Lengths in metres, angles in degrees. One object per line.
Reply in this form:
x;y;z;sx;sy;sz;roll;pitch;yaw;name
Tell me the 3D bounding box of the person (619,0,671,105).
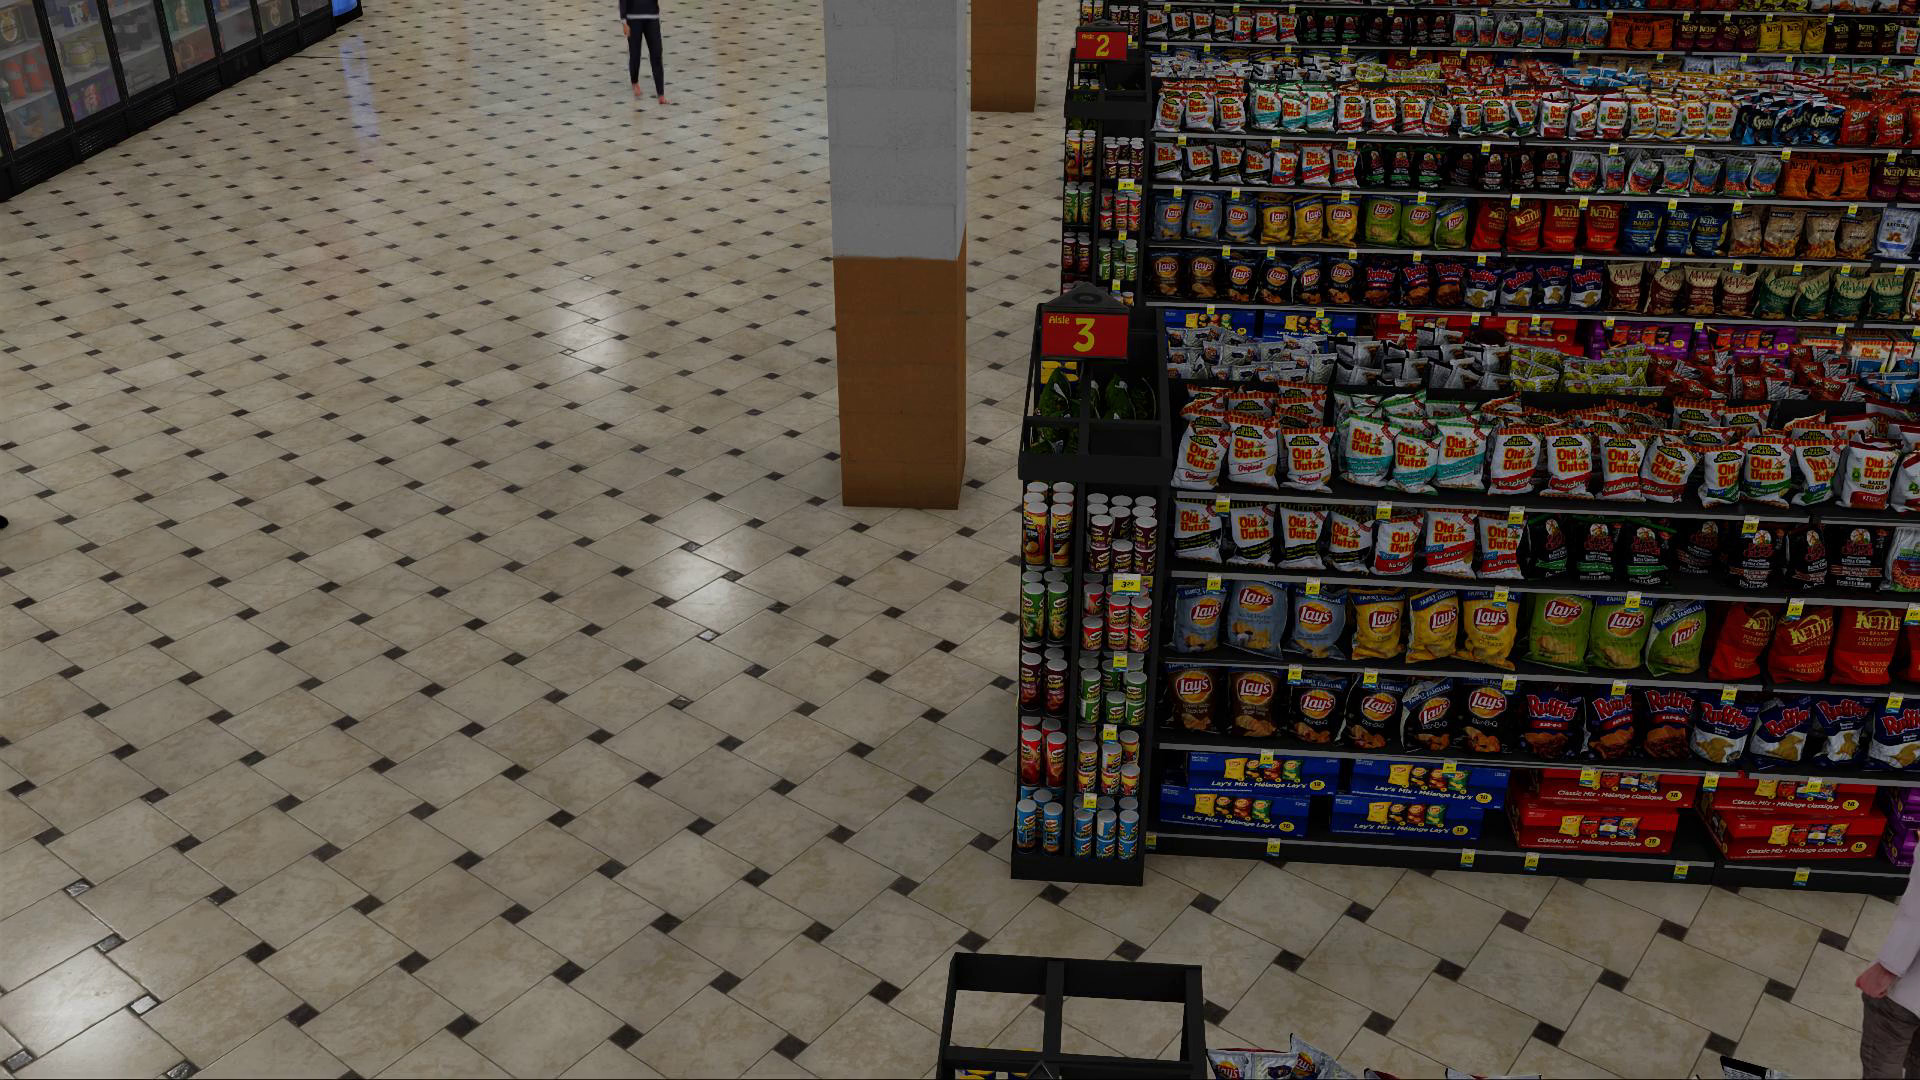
-3.514;-5.664;18.181;1.161;1.723;1.104;-15;32;-25;person
